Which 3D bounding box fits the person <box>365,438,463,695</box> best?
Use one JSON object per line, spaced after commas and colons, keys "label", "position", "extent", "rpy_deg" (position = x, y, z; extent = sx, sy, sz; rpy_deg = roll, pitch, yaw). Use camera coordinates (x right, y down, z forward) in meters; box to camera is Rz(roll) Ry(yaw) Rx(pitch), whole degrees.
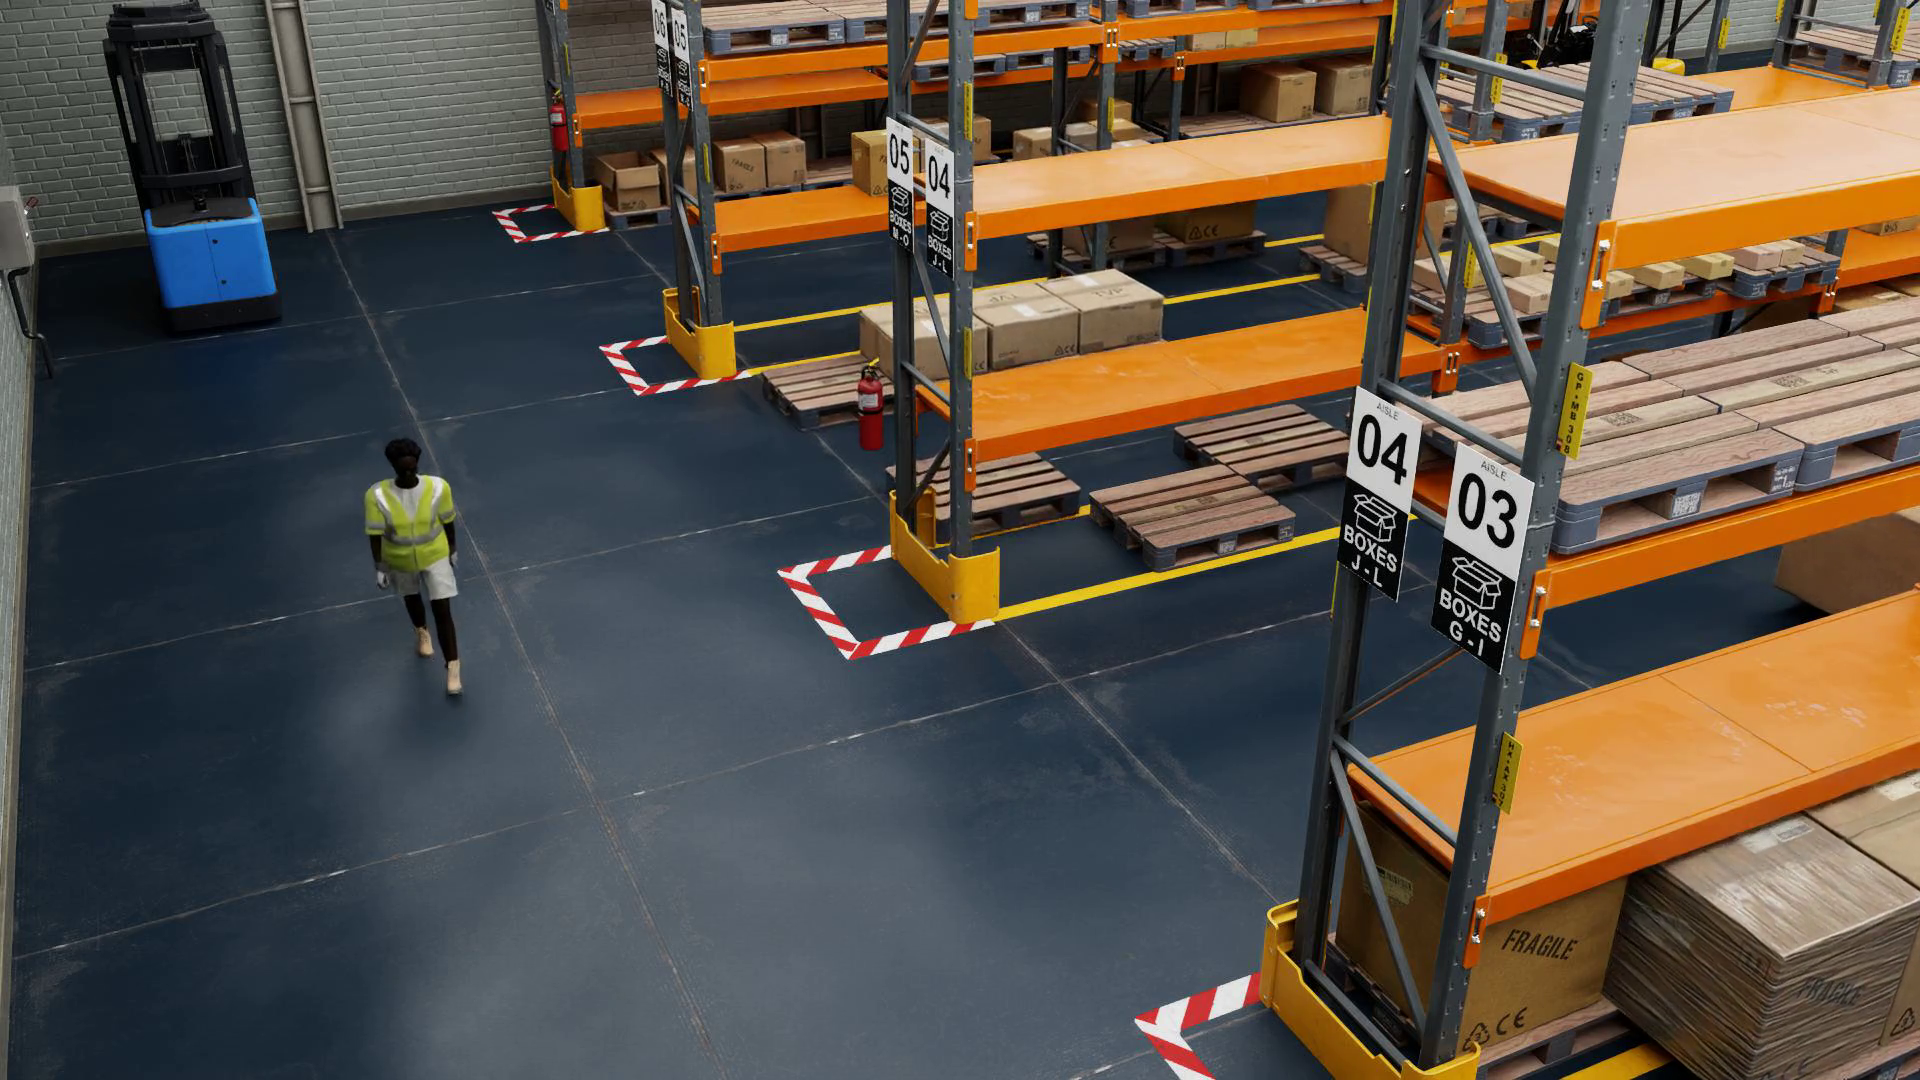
{"label": "person", "position": [-3.389, 0.115, 10.374], "extent": [0.538, 1.650, 0.863], "rpy_deg": [-8, 29, -15]}

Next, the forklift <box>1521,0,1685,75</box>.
{"label": "forklift", "position": [8.950, -6.807, 23.056], "extent": [1.214, 2.155, 2.313], "rpy_deg": [-12, 30, -22]}

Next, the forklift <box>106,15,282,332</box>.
{"label": "forklift", "position": [-7.548, -3.672, 16.323], "extent": [1.129, 2.768, 1.873], "rpy_deg": [-12, 30, -22]}
